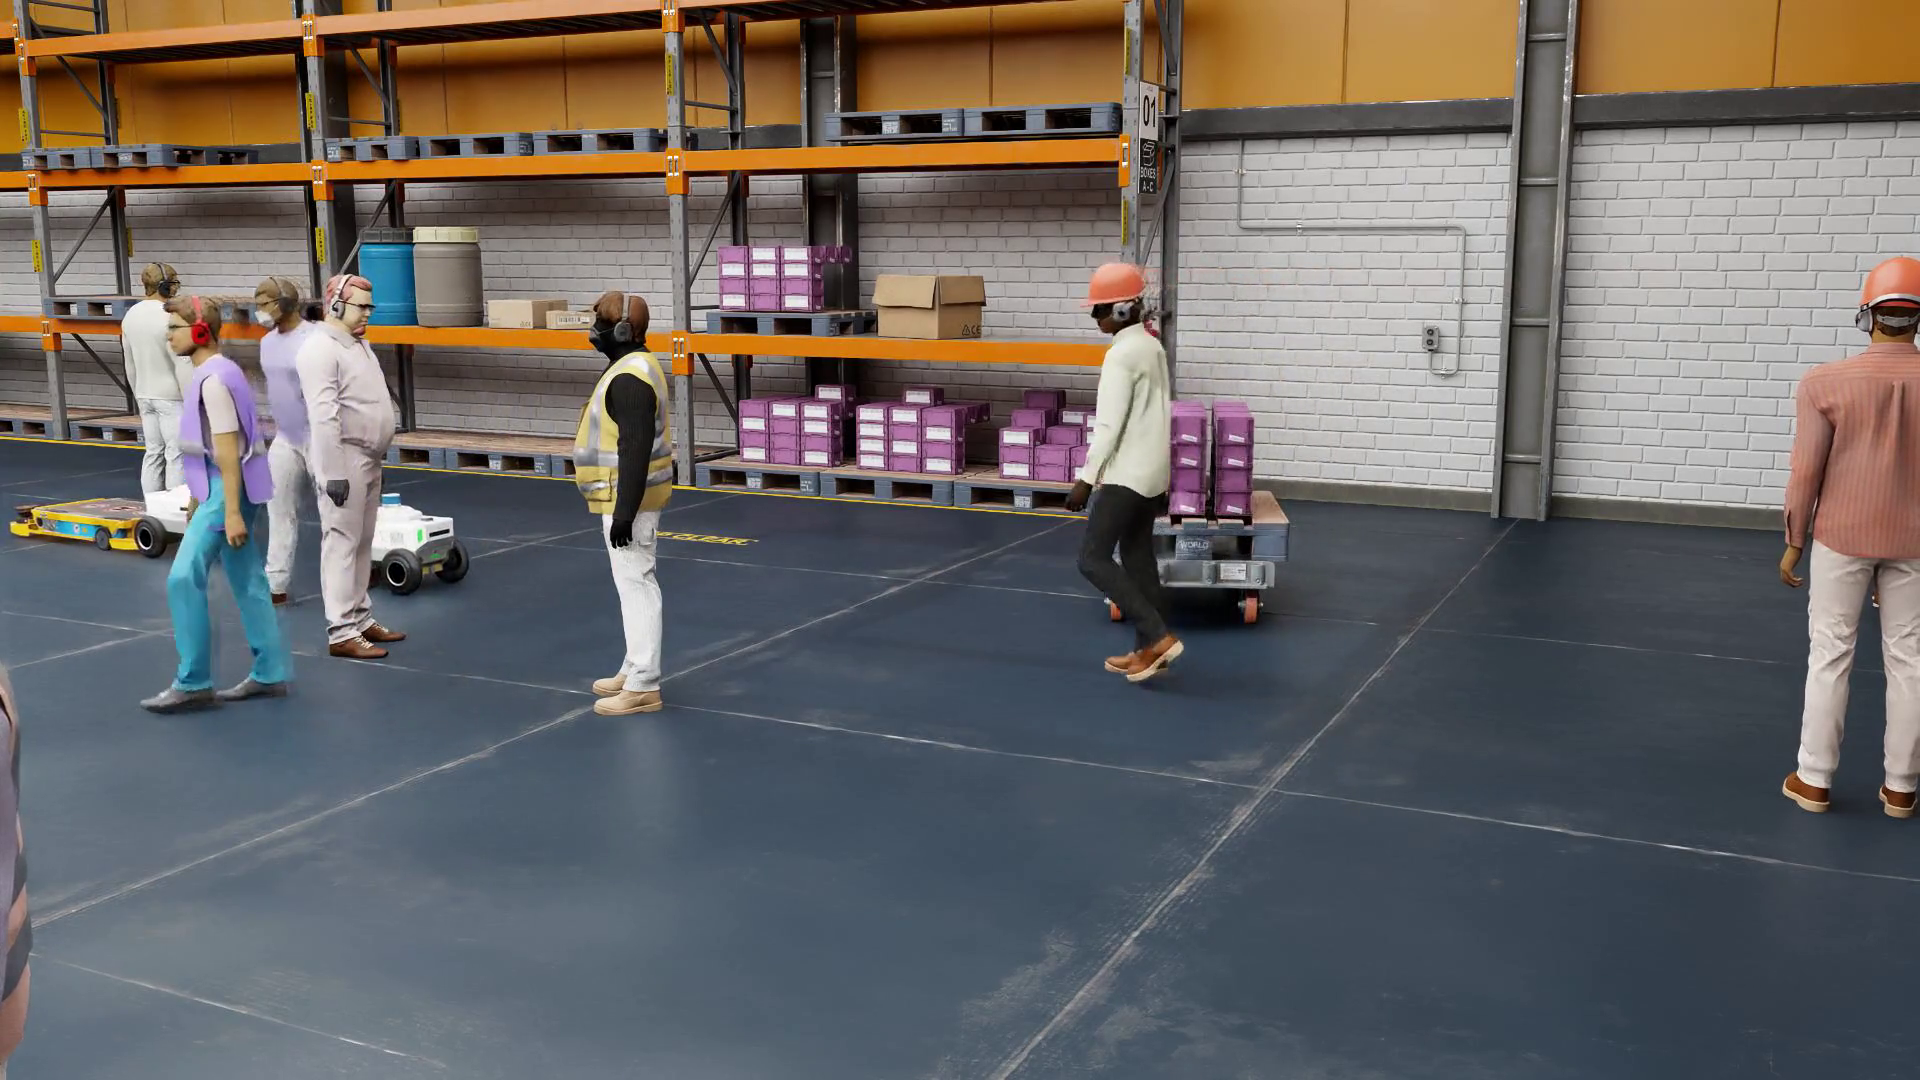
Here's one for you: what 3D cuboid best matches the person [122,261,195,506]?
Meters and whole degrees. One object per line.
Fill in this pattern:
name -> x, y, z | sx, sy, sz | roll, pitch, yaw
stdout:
person -> -5.534, -0.962, 11.610 | 0.635, 1.938, 0.359 | 6, 11, 29

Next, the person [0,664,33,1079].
person -> -1.519, 0.714, 2.295 | 0.625, 1.844, 0.429 | 8, 13, 39

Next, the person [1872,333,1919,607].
person -> 5.388, -0.534, 9.367 | 0.326, 1.869, 0.519 | 6, 12, 31

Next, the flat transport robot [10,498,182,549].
flat transport robot -> -5.892, -0.128, 11.606 | 1.431, 0.197, 0.652 | 6, 11, 29

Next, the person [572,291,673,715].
person -> -1.474, -0.163, 7.310 | 0.429, 1.847, 0.627 | -2, 10, -11

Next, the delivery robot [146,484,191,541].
delivery robot -> -5.008, -0.202, 10.950 | 0.707, 0.478, 0.477 | 6, 11, 29

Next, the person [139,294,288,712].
person -> -3.367, -0.154, 7.299 | 0.735, 1.819, 0.605 | -4, 11, -21

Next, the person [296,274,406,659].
person -> -3.029, -0.369, 8.334 | 0.407, 1.901, 0.639 | -1, 10, -3

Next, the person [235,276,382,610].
person -> -3.726, -0.568, 9.551 | 0.646, 1.882, 1.009 | 6, 12, 32

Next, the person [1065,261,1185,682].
person -> 0.782, -0.291, 7.677 | 0.481, 1.965, 0.639 | 4, 11, 22

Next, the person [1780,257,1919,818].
person -> 3.266, 0.001, 5.934 | 0.622, 1.994, 0.381 | 3, 10, 16

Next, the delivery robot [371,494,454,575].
delivery robot -> -3.407, -0.036, 9.998 | 0.707, 0.478, 0.477 | 4, 11, 23
